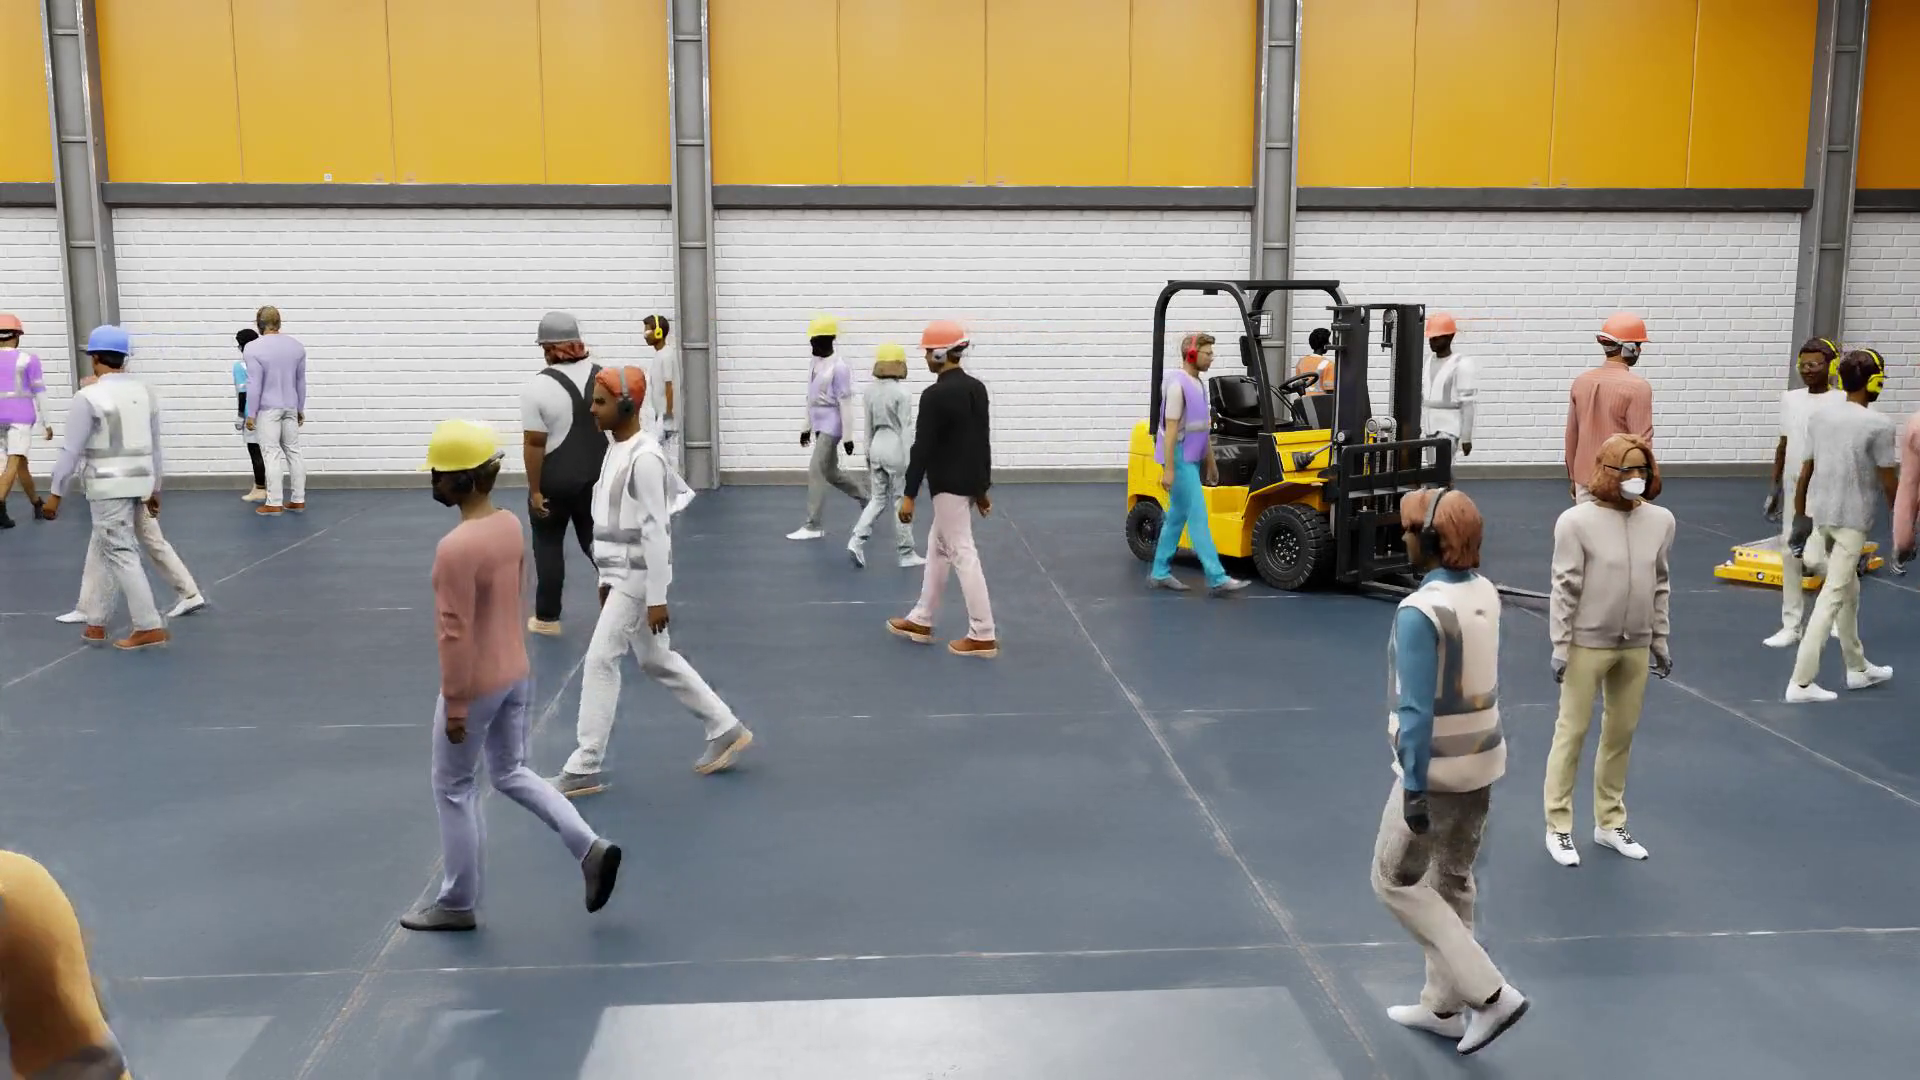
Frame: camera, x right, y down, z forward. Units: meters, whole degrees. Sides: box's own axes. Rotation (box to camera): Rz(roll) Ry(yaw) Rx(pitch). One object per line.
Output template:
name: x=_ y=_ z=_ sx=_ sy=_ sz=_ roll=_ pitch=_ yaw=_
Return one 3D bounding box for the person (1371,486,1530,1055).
person: x=1.398 y=0.666 z=4.680 sx=0.423 sy=1.630 sz=0.520 roll=9 pitch=13 yaw=44

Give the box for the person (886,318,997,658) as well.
person: x=-0.151 y=-0.310 z=9.734 sx=0.930 sy=1.953 sz=0.640 roll=5 pitch=10 yaw=29

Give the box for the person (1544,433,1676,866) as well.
person: x=2.447 y=0.409 z=6.262 sx=0.504 sy=1.632 sz=0.270 roll=-2 pitch=9 yaw=-13

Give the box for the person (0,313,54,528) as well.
person: x=-8.436 y=-1.070 z=14.769 sx=0.556 sy=1.892 sz=0.994 roll=0 pitch=9 yaw=1

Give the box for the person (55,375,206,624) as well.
person: x=-5.308 y=-0.261 z=10.610 sx=0.869 sy=1.592 sz=0.525 roll=-2 pitch=9 yaw=-11

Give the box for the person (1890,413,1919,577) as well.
person: x=4.967 y=0.010 z=8.087 sx=0.986 sy=1.844 sz=0.688 roll=-7 pitch=12 yaw=-39

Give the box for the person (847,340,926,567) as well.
person: x=-0.544 y=-0.638 z=12.545 sx=0.503 sy=1.737 sz=0.572 roll=8 pitch=12 yaw=43

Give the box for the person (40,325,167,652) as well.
person: x=-4.998 y=-0.292 z=9.763 sx=0.659 sy=1.911 sz=0.656 roll=2 pitch=9 yaw=9

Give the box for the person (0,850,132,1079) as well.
person: x=-1.217 y=0.996 z=1.831 sx=0.625 sy=1.885 sz=0.391 roll=-7 pitch=11 yaw=-38

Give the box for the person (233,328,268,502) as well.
person: x=-6.894 y=-1.215 z=16.293 sx=0.321 sy=1.691 sz=0.545 roll=2 pitch=9 yaw=15

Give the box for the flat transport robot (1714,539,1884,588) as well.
flat transport robot: x=6.185 y=0.138 z=12.224 sx=1.431 sy=0.197 sz=0.652 roll=-8 pitch=12 yaw=-42

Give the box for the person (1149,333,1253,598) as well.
person: x=1.673 y=-0.514 z=11.477 sx=0.783 sy=1.811 sz=0.593 roll=4 pitch=10 yaw=22

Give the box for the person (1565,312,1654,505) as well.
person: x=3.921 y=-0.368 z=10.010 sx=0.397 sy=1.992 sz=0.622 roll=-4 pitch=10 yaw=-23

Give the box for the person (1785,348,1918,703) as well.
person: x=4.693 y=-0.066 z=8.634 sx=0.902 sy=1.832 sz=0.520 roll=-2 pitch=9 yaw=-15

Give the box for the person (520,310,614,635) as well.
person: x=-2.326 y=-0.400 z=10.071 sx=0.688 sy=2.000 sz=0.818 roll=-8 pitch=12 yaw=-40

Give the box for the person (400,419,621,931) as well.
person: x=-1.536 y=0.464 z=5.528 sx=0.687 sy=1.744 sz=0.533 roll=2 pitch=9 yaw=11

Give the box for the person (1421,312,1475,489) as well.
person: x=3.834 y=-0.881 z=13.514 sx=0.771 sy=1.908 sz=0.572 roll=-4 pitch=10 yaw=-24

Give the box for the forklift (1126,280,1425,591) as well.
forklift: x=2.301 y=-0.860 z=12.475 sx=1.214 sy=2.155 sz=2.313 roll=-6 pitch=11 yaw=-35

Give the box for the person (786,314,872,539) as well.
person: x=-1.058 y=-0.964 z=14.074 sx=0.868 sy=1.901 sz=0.585 roll=-4 pitch=10 yaw=-24

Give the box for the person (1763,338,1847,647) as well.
person: x=5.091 y=-0.279 z=9.907 sx=0.531 sy=1.854 sz=0.528 roll=-5 pitch=10 yaw=-26

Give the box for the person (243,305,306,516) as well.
person: x=-6.317 y=-1.191 z=15.356 sx=0.358 sy=1.937 sz=0.636 roll=5 pitch=10 yaw=29

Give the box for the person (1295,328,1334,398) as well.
person: x=3.589 y=-1.298 z=16.820 sx=0.321 sy=1.690 sz=0.530 roll=-5 pitch=11 yaw=-31

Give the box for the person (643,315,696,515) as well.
person: x=-2.727 y=-1.124 z=15.193 sx=0.402 sy=1.852 sz=0.547 roll=-3 pitch=9 yaw=-16

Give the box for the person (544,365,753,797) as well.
person: x=-1.360 y=0.163 z=7.163 sx=0.959 sy=1.848 sz=0.589 roll=-3 pitch=10 yaw=-21
